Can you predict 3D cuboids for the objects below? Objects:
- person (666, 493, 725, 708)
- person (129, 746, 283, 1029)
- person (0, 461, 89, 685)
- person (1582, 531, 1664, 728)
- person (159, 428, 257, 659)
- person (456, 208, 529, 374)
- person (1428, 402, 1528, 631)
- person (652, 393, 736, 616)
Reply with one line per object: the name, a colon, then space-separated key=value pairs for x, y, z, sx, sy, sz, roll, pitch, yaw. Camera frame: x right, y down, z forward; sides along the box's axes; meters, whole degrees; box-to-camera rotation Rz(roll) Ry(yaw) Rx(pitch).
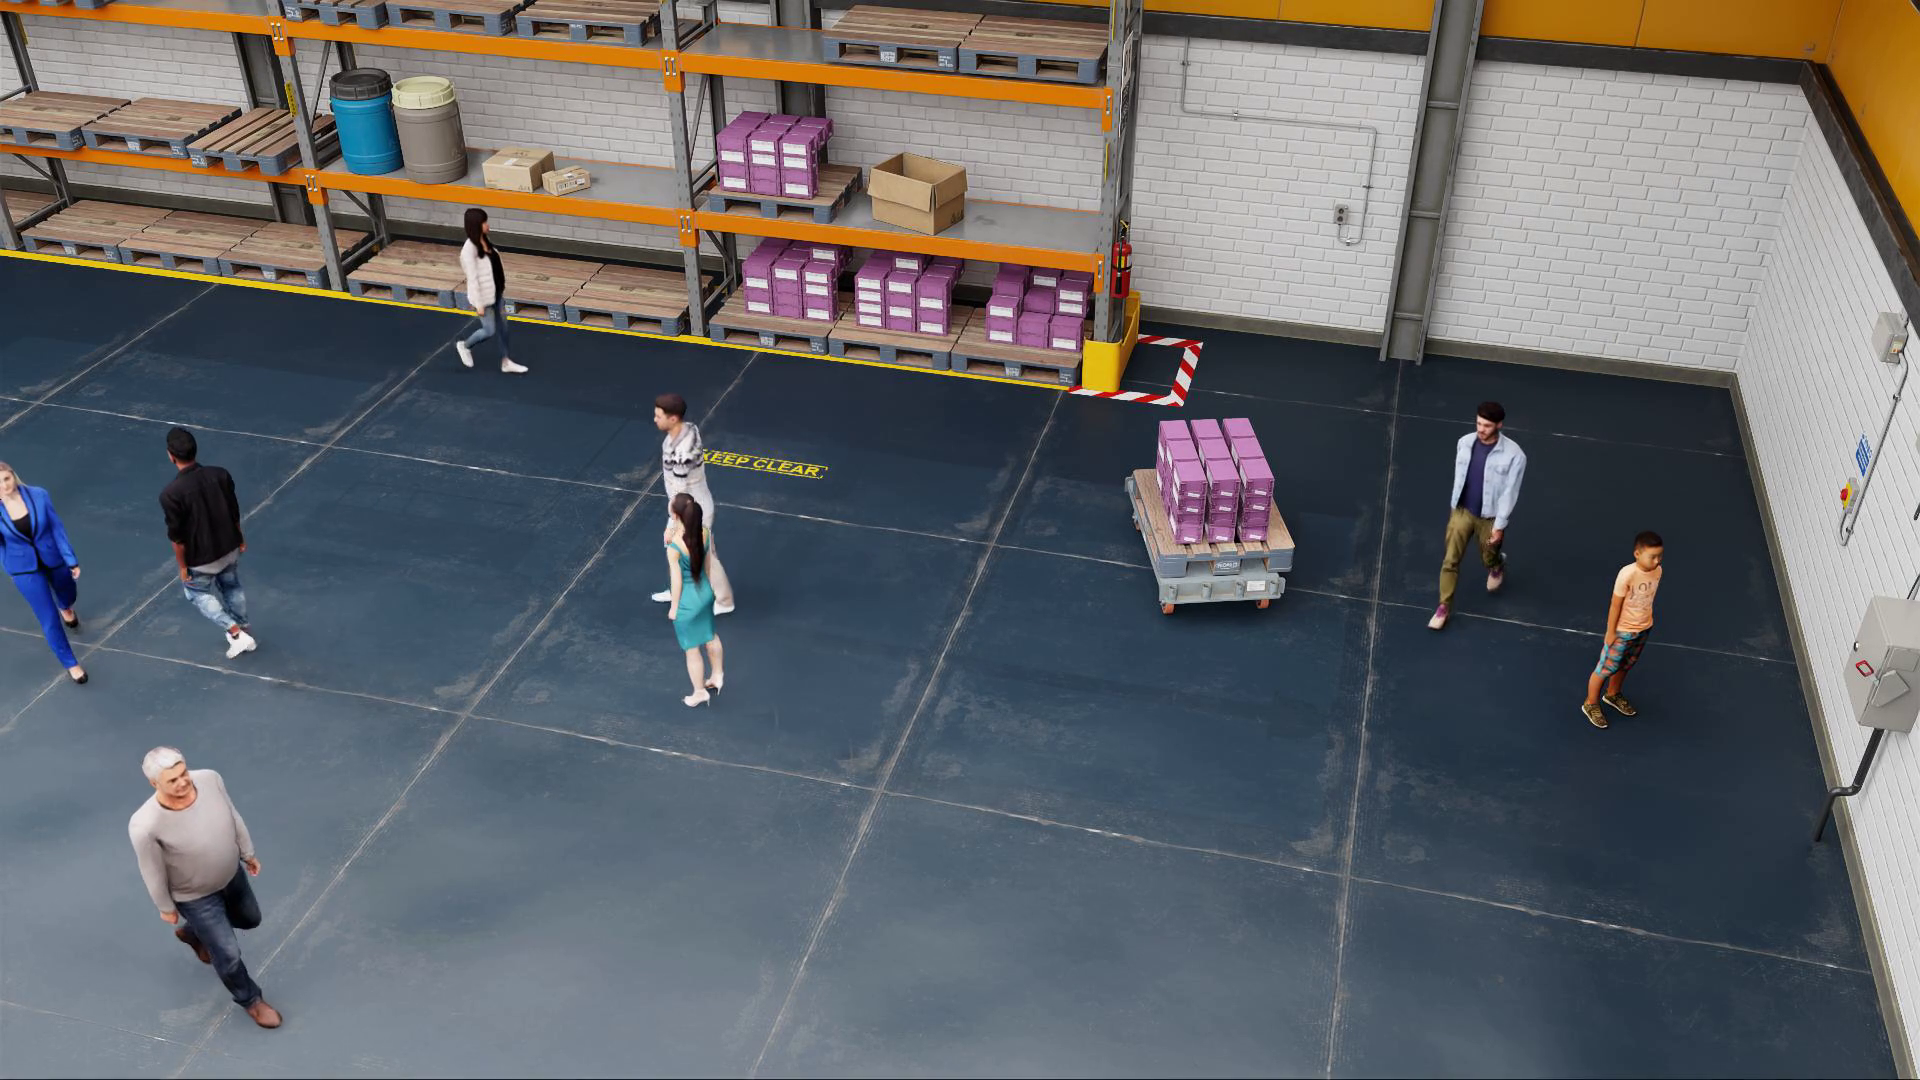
person: x=-1.797 y=0.403 z=11.188 sx=0.572 sy=1.688 sz=0.605 roll=19 pitch=38 yaw=26
person: x=-4.081 y=1.800 z=8.902 sx=1.091 sy=1.892 sz=0.848 roll=16 pitch=37 yaw=23
person: x=-6.412 y=0.150 z=11.582 sx=1.003 sy=1.673 sz=1.165 roll=-24 pitch=41 yaw=-32
person: x=4.473 y=0.571 z=11.139 sx=0.597 sy=1.461 sz=0.661 roll=-17 pitch=37 yaw=-23
person: x=-5.169 y=0.080 z=11.577 sx=0.824 sy=1.796 sz=0.812 roll=20 pitch=39 yaw=28
person: x=-4.399 y=-2.256 z=15.244 sx=0.876 sy=1.626 sz=0.644 roll=6 pitch=34 yaw=9
person: x=3.813 y=-0.221 z=12.047 sx=1.196 sy=1.777 sz=1.032 roll=22 pitch=39 yaw=29
person: x=-1.851 y=-0.241 z=12.021 sx=0.981 sy=1.839 sz=0.887 roll=-6 pitch=34 yaw=-8
